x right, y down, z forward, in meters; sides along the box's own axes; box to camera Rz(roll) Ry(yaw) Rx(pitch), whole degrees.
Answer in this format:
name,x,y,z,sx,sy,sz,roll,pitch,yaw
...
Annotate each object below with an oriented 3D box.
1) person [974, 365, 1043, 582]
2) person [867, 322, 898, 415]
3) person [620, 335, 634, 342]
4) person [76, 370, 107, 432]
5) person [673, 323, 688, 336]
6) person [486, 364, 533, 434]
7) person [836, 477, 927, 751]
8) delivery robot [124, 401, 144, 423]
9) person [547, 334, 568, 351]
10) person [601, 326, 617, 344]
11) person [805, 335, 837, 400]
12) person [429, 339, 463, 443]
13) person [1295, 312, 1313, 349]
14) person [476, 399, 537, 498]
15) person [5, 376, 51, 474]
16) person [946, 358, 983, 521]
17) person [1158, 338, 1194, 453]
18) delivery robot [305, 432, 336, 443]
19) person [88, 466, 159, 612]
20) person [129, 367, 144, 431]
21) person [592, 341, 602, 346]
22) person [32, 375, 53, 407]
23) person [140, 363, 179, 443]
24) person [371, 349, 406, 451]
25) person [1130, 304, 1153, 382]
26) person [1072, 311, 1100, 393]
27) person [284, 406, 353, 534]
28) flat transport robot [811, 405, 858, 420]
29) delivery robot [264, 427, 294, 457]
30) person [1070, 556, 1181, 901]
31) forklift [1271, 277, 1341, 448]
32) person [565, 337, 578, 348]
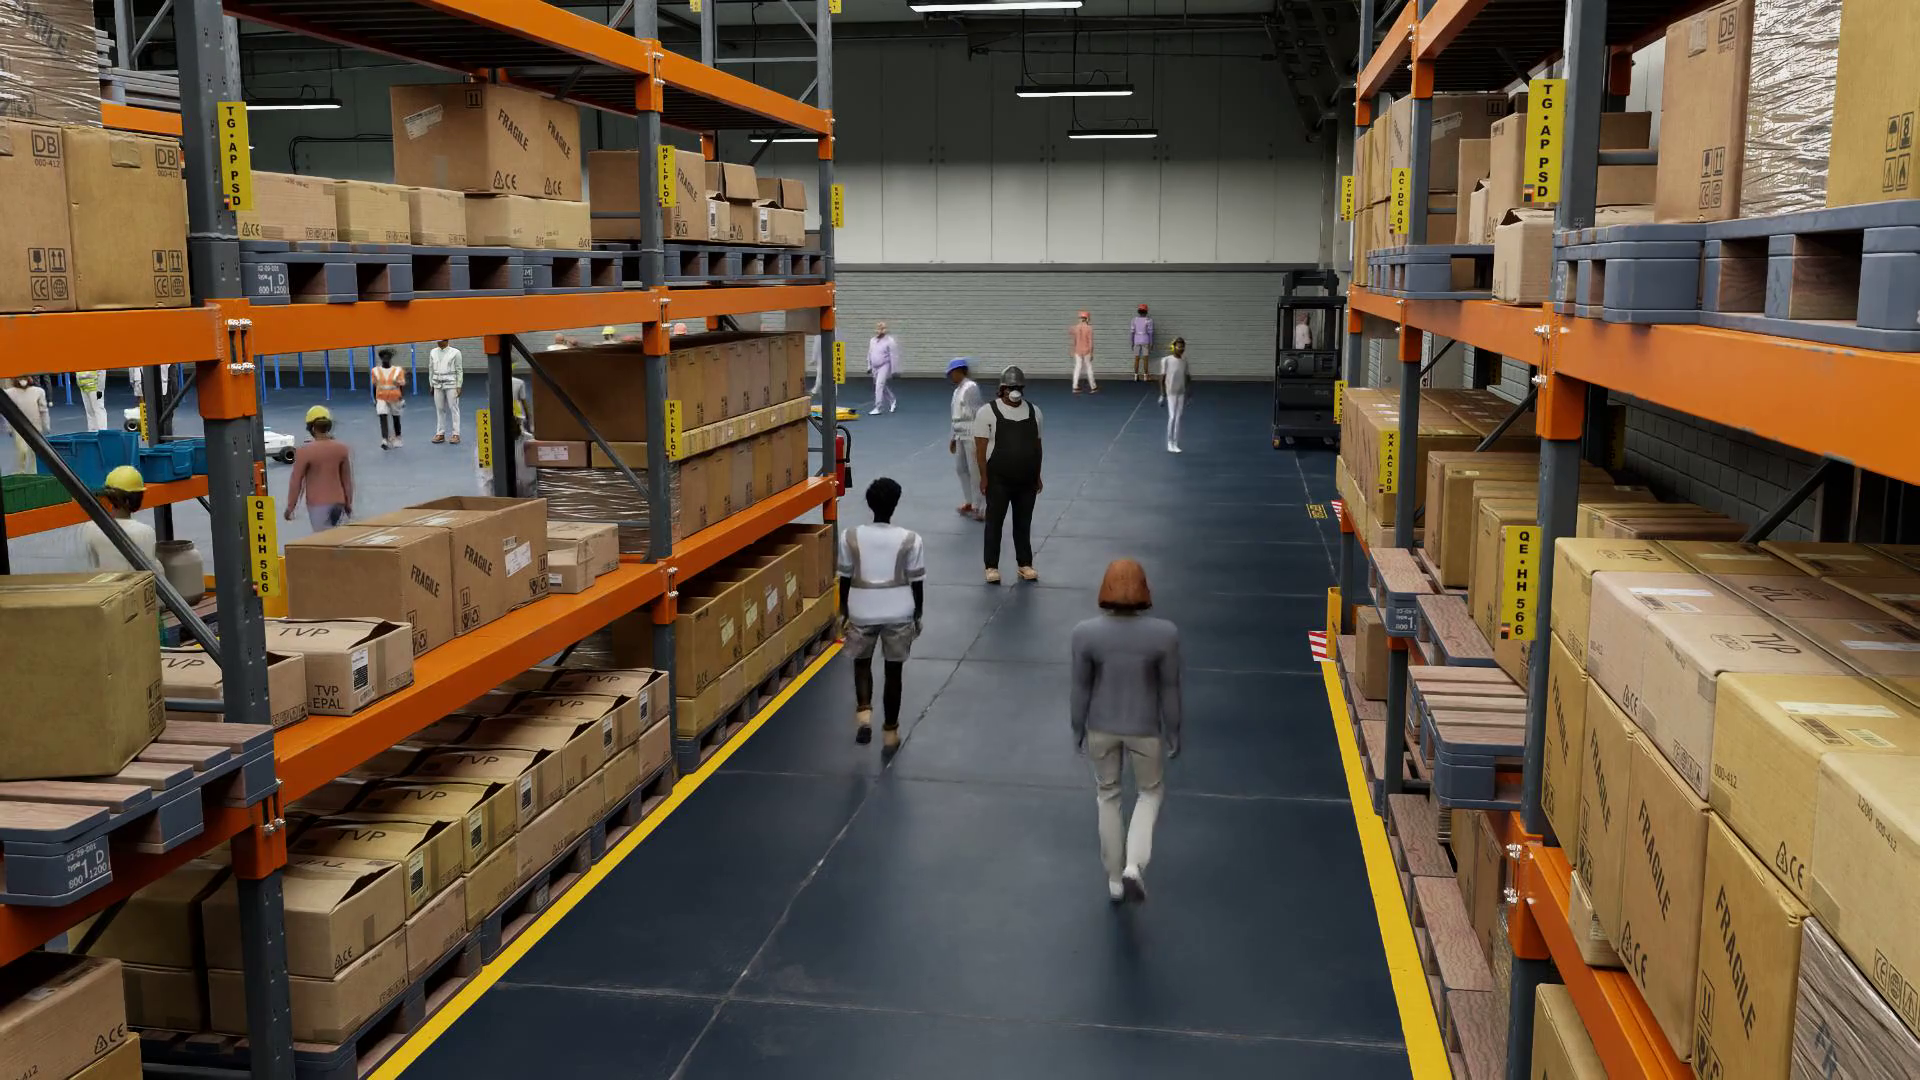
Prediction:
name,x,y,z,sx,sy,sz,roll,pitch,yaw
person,0.503,-0.609,15.703,0.684,2.000,0.538,-4,10,-21
person,-1.570,-3.521,34.065,0.639,1.875,0.872,9,13,42
person,-5.427,-2.485,27.714,0.596,1.846,0.767,2,9,14
person,-14.718,-2.550,28.176,0.624,1.840,0.429,6,11,33
person,-4.964,-2.865,29.636,0.622,1.990,0.397,-1,9,-4
person,-5.979,-1.539,22.108,0.577,1.796,1.055,-3,10,-17
person,-0.474,0.455,10.102,0.551,1.681,0.378,0,9,3
delivery robot,-14.848,-2.292,30.347,0.707,0.478,0.477,-4,9,-23
person,-8.459,-3.559,35.126,0.509,1.601,0.838,-4,10,-23
person,-7.415,-3.651,35.193,0.546,1.753,0.372,6,11,35
person,-3.199,-4.124,37.705,0.992,1.889,0.651,4,10,24
person,-8.744,-2.615,28.261,0.604,1.937,0.403,2,9,13
person,8.385,-4.579,40.479,0.403,1.904,0.652,-2,9,-13
person,-3.885,-0.328,14.539,0.612,1.810,0.599,-8,12,-40
person,-12.591,-1.516,22.493,0.502,1.614,0.491,-8,12,-40
person,0.108,-1.197,19.675,0.395,1.899,0.739,-4,10,-21
person,3.494,-2.317,26.680,0.564,1.852,0.529,-2,10,-15
delivery robot,-9.851,-1.642,25.559,0.335,0.223,0.698,0,9,1
person,-5.044,0.427,10.089,0.532,1.752,0.405,3,10,16
person,-14.927,-2.970,30.452,0.551,1.935,0.349,-8,12,-39
person,-6.781,-2.925,31.168,0.520,1.622,0.503,-6,11,-32
person,-19.789,-3.779,35.724,0.343,1.847,0.506,9,13,43
person,-12.632,-2.275,26.255,0.588,1.914,0.377,0,9,2
person,-9.343,-2.302,27.217,0.550,1.658,0.896,-2,9,-12
person,4.826,-5.223,44.029,0.616,2.040,0.382,4,10,23
person,2.987,-4.497,39.817,0.640,1.960,0.847,8,12,41
person,-5.656,-0.307,14.633,0.710,1.737,0.534,5,10,27
flat transport robot,-2.713,-2.540,33.055,0.652,0.197,1.431,-8,12,-40
delivery robot,-10.529,-1.470,25.297,0.707,0.478,0.477,-8,12,-39
person,0.755,0.883,7.635,0.522,1.619,0.421,2,9,11
forklift,5.847,-3.016,27.970,1.129,2.768,1.873,1,9,9
person,-7.549,-3.182,32.712,0.540,1.616,0.393,7,11,36
